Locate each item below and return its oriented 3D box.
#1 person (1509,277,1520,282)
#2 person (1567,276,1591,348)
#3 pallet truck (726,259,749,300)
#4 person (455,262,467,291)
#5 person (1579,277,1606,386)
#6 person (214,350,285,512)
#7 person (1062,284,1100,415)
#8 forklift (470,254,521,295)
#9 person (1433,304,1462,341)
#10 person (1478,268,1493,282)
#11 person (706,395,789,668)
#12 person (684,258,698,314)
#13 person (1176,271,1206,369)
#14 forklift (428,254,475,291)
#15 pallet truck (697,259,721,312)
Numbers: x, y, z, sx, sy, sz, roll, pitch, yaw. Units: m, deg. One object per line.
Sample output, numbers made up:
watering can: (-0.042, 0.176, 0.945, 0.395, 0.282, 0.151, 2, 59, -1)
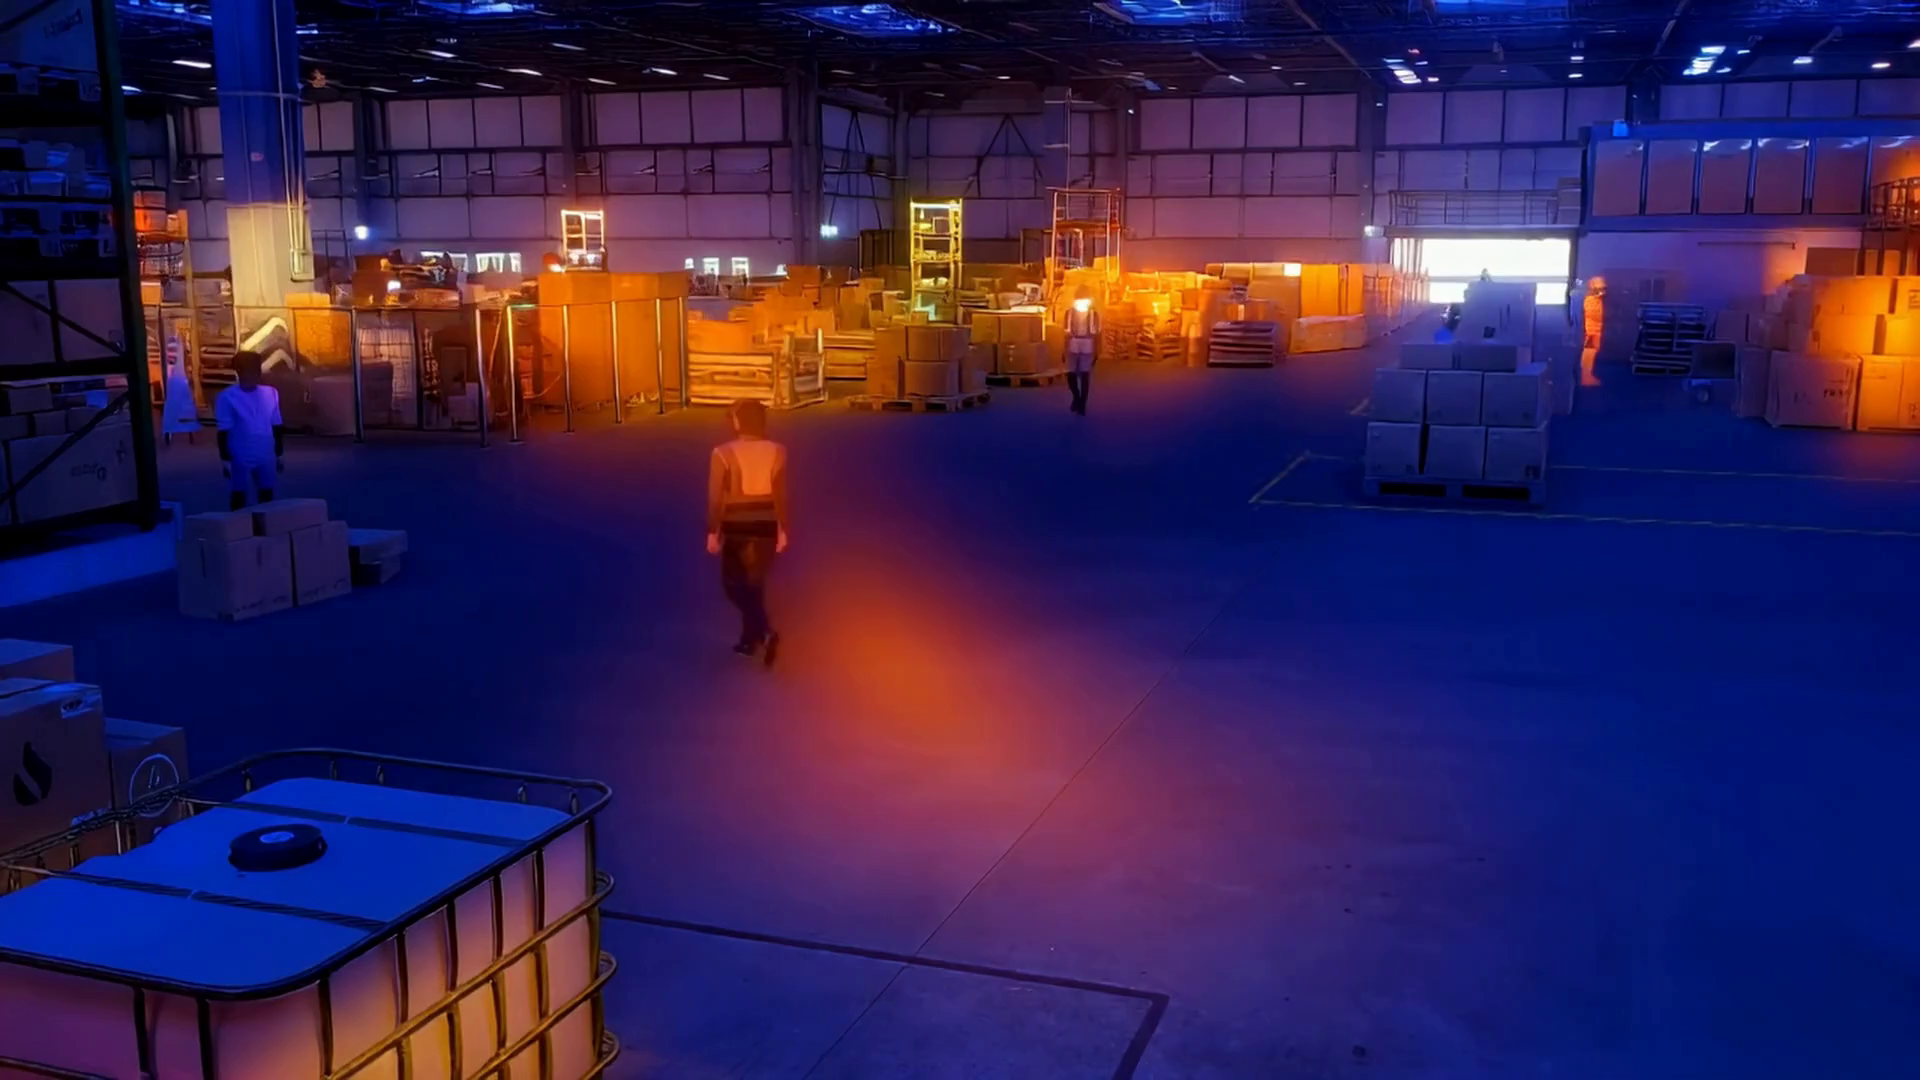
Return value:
person: (10.487, -4.031, 31.548, 0.590, 1.904, 0.468, 1, 10, 7)
person: (15.143, -5.566, 40.655, 0.542, 1.719, 0.891, 5, 11, 27)
pallet truck: (-7.986, -9.493, 62.019, 0.823, 1.965, 1.885, 3, 11, 17)
person: (-17.450, -8.752, 58.134, 0.430, 1.891, 0.682, -3, 10, -15)
person: (11.319, -3.728, 29.720, 0.551, 1.937, 0.357, -9, 13, -40)
person: (-5.616, -0.659, 13.171, 0.335, 1.683, 0.545, 8, 13, 39)
person: (1.774, -2.788, 24.468, 0.578, 1.922, 0.404, 2, 10, 13)
forklift: (-17.990, -10.121, 64.684, 1.157, 1.987, 2.680, 3, 11, 17)
person: (5.604, -1.831, 19.338, 0.526, 1.840, 0.887, -8, 13, -37)
person: (15.695, -7.233, 49.862, 0.537, 1.790, 0.970, -3, 10, -15)
person: (-1.223, -0.045, 9.865, 0.523, 1.616, 0.658, -7, 12, -35)
person: (-9.349, -8.711, 57.520, 0.406, 2.034, 0.608, 7, 12, 35)
person: (4.665, -4.444, 33.675, 0.613, 1.963, 0.361, -2, 10, -13)
forklift: (-20.133, -10.254, 65.465, 1.157, 1.987, 2.680, 3, 11, 19)
pallet truck: (-9.165, -9.627, 62.776, 0.823, 1.965, 1.885, 4, 11, 23)
